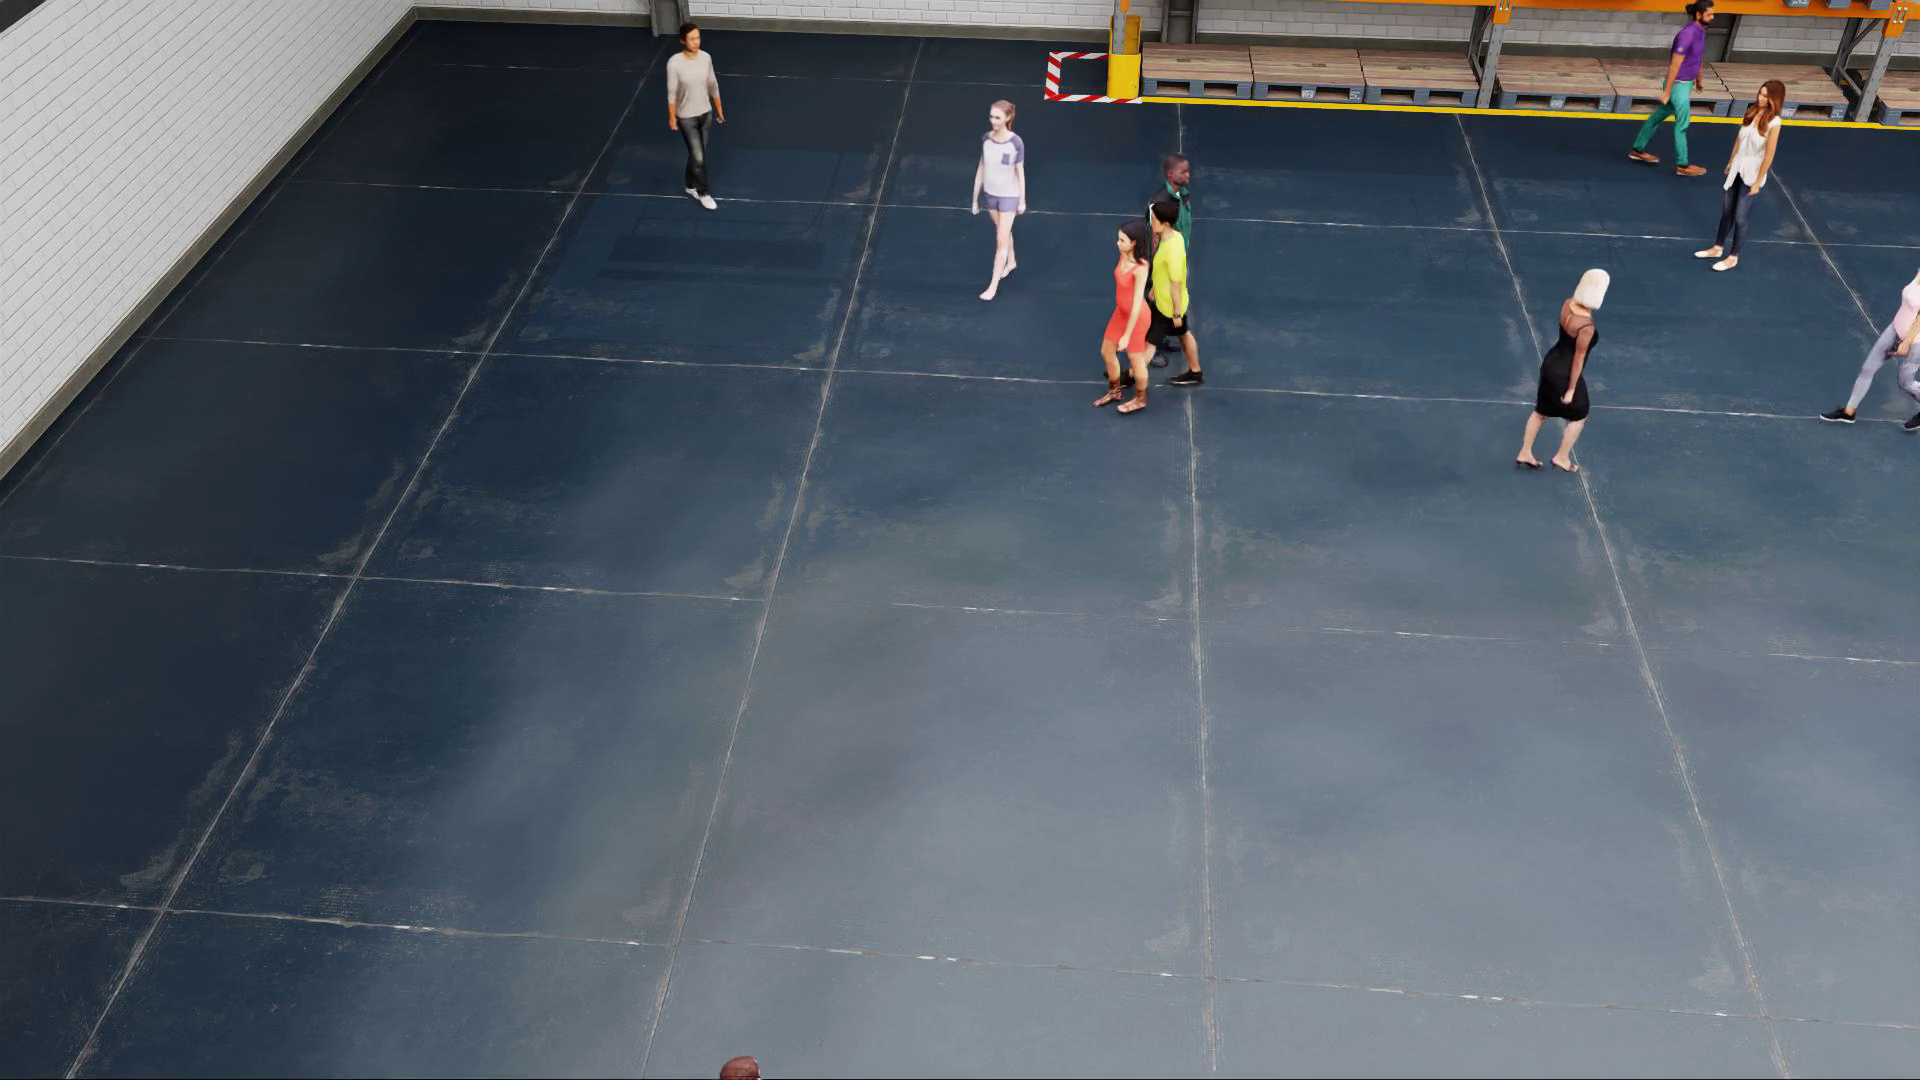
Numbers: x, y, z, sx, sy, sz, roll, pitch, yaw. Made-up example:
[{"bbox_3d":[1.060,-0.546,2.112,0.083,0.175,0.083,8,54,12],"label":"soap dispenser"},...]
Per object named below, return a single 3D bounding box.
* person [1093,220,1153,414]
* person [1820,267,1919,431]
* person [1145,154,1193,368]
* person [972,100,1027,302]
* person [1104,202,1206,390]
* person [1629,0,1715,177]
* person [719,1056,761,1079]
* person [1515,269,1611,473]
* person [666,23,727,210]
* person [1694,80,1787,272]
[{"bbox_3d":[1.427,-1.743,13.068,0.797,1.704,0.755,-17,42,-20],"label":"person"},{"bbox_3d":[7.410,-1.563,12.846,1.086,1.699,0.582,1,39,1],"label":"person"},{"bbox_3d":[1.685,-2.320,13.680,0.760,1.840,0.773,19,43,23],"label":"person"},{"bbox_3d":[0.418,-3.076,14.712,1.040,1.734,0.940,21,43,24],"label":"person"},{"bbox_3d":[1.764,-1.904,13.303,1.054,1.662,0.633,2,39,2],"label":"person"},{"bbox_3d":[7.048,-4.531,16.533,1.147,1.735,0.979,23,44,26],"label":"person"},{"bbox_3d":[-1.044,2.816,7.844,0.689,1.098,0.623,-25,45,-28],"label":"person"},{"bbox_3d":[4.413,-1.225,12.402,0.751,1.724,0.671,-5,39,-7],"label":"person"},{"bbox_3d":[-2.611,-4.108,15.954,0.904,1.798,0.965,-29,47,-31],"label":"person"},{"bbox_3d":[7.067,-3.272,14.917,0.640,1.784,0.663,-10,40,-12],"label":"person"}]
